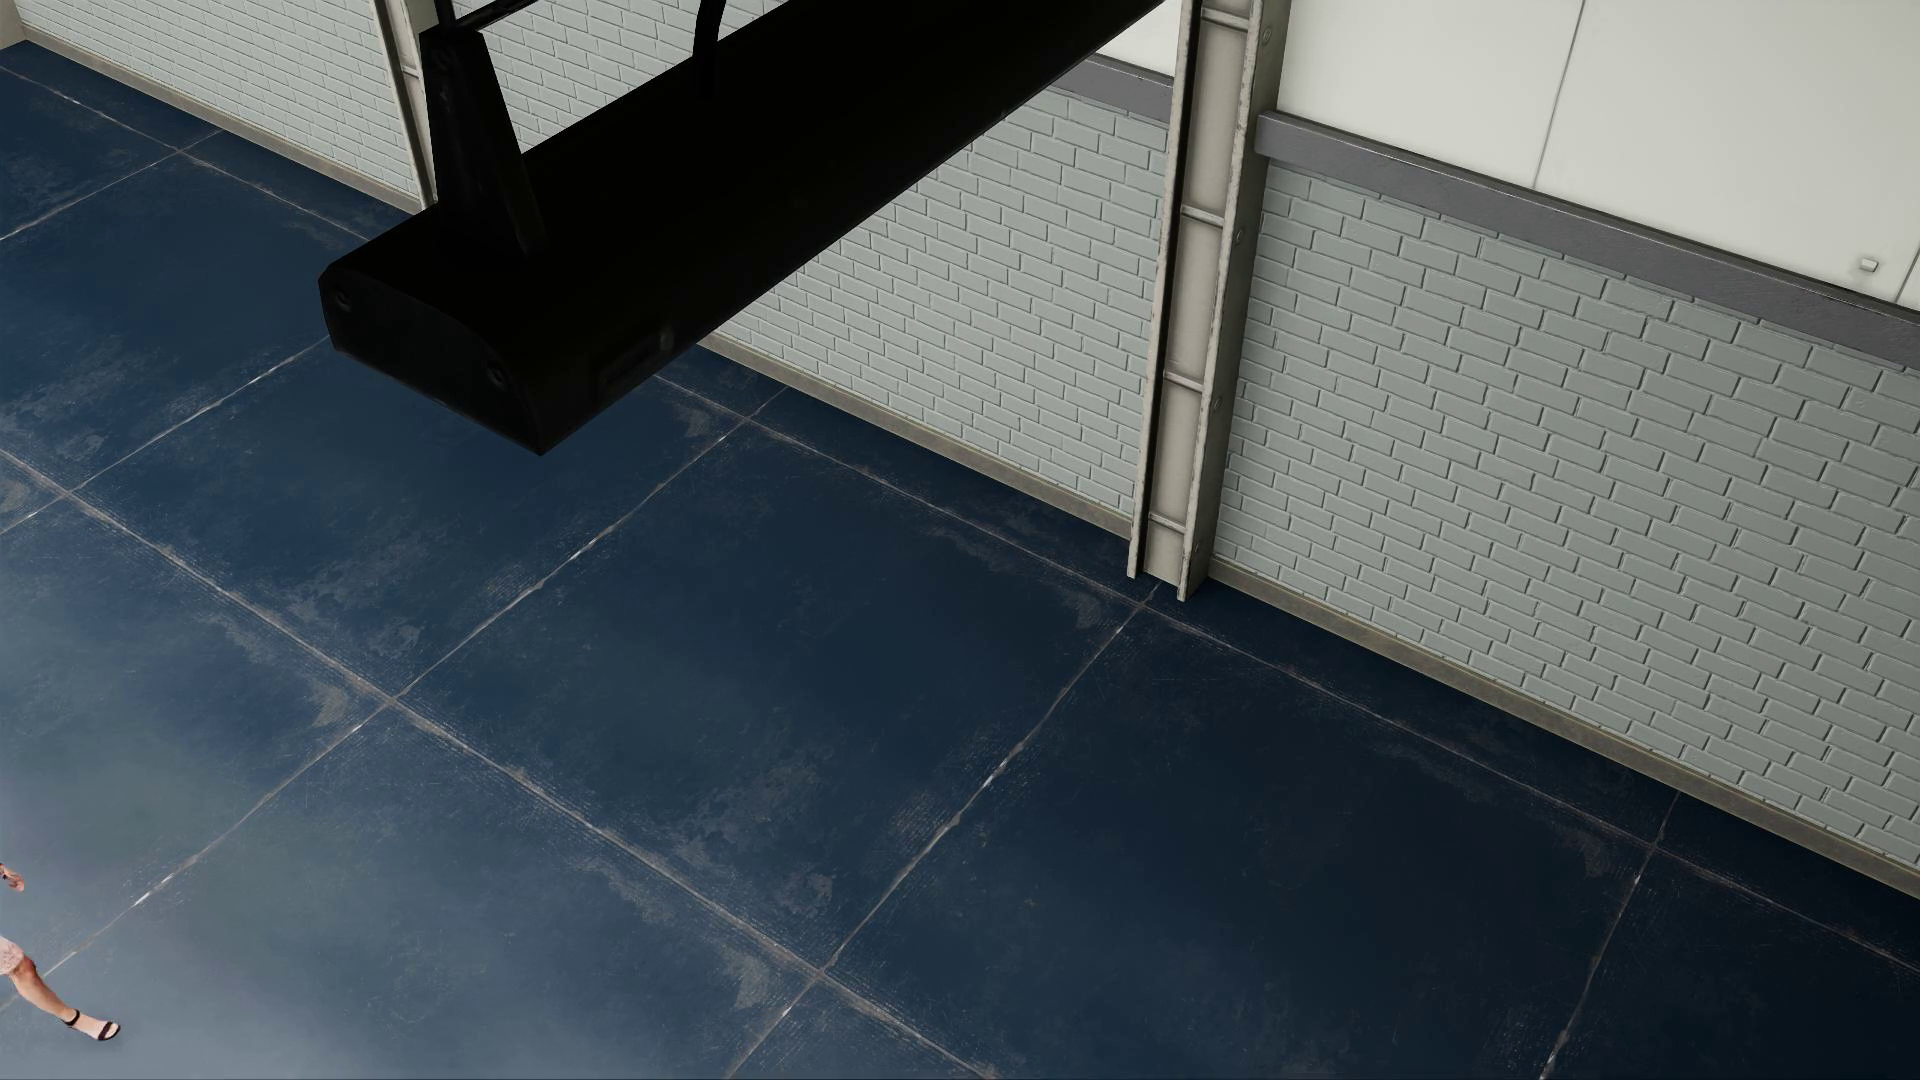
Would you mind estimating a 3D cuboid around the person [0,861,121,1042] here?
[{"bbox_3d":[-4.350,1.569,7.090,1.169,1.784,0.965,2,43,2],"label":"person"}]
